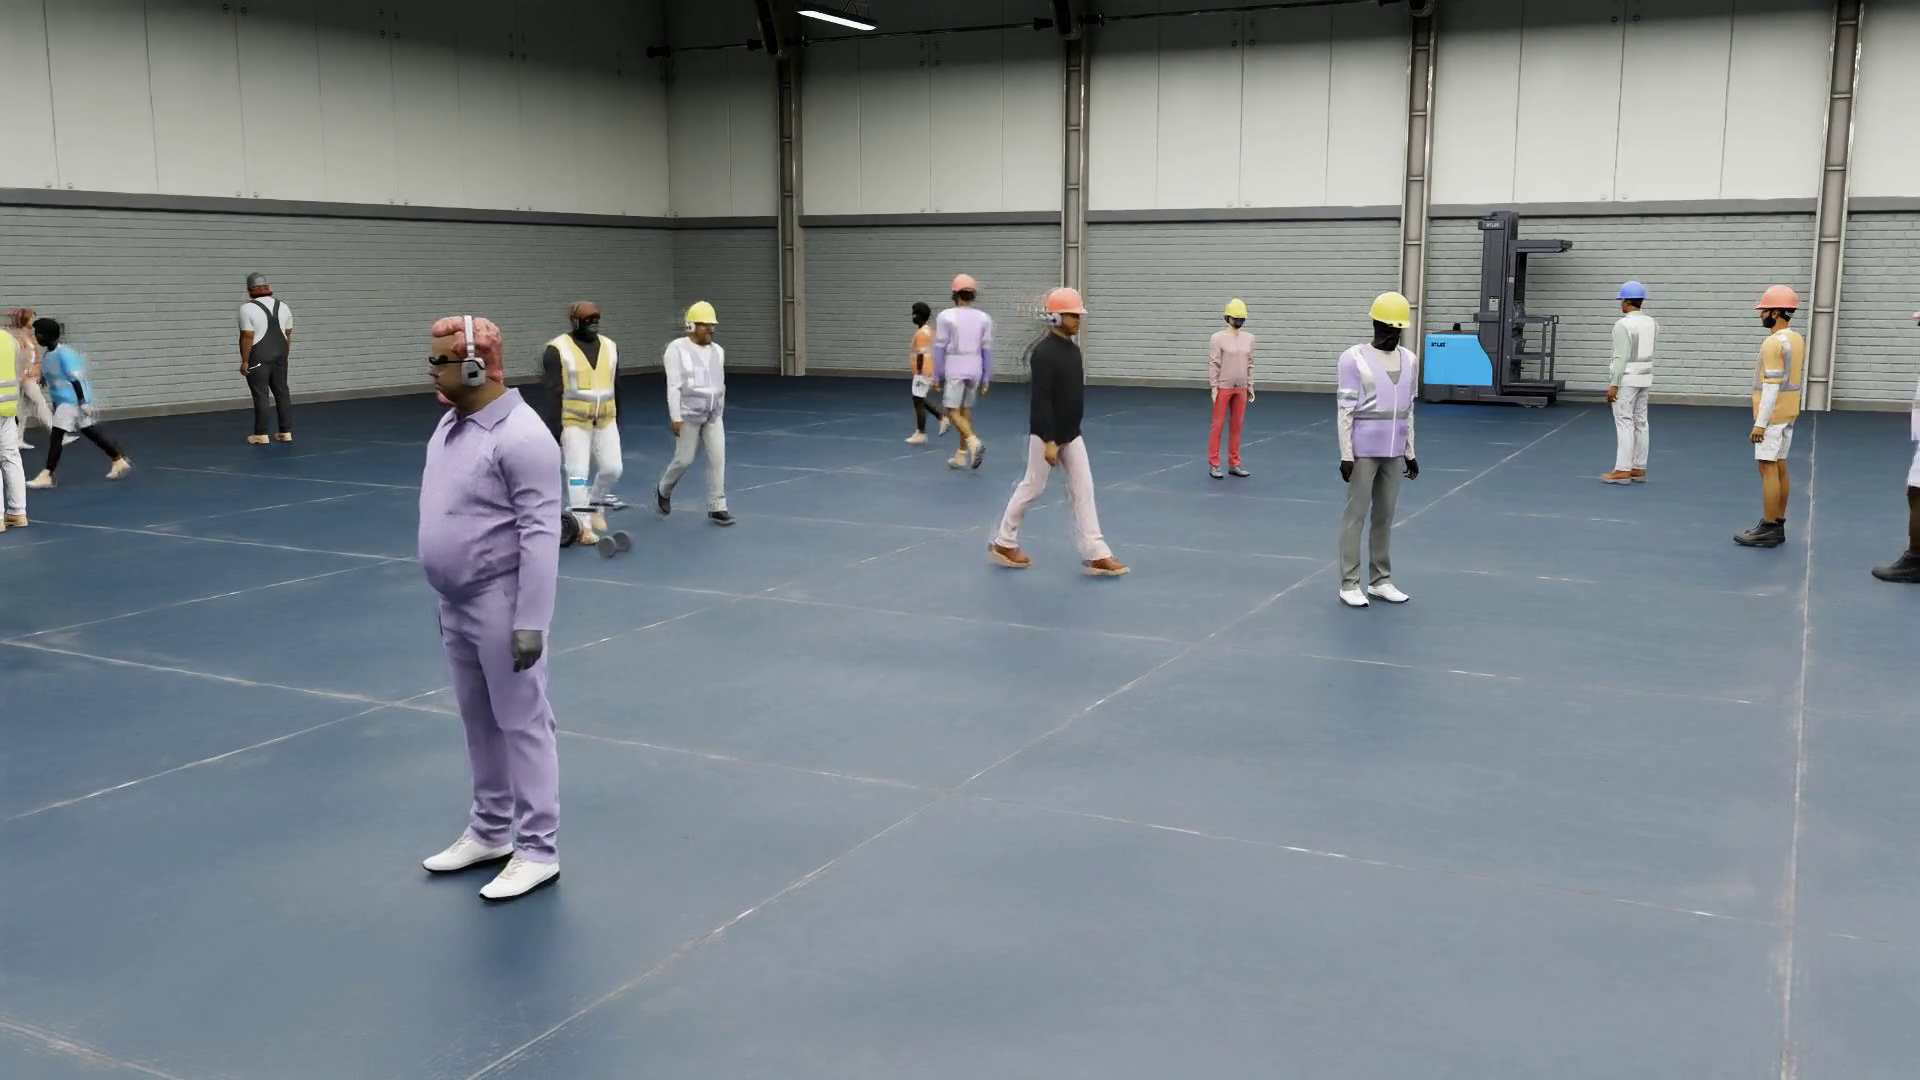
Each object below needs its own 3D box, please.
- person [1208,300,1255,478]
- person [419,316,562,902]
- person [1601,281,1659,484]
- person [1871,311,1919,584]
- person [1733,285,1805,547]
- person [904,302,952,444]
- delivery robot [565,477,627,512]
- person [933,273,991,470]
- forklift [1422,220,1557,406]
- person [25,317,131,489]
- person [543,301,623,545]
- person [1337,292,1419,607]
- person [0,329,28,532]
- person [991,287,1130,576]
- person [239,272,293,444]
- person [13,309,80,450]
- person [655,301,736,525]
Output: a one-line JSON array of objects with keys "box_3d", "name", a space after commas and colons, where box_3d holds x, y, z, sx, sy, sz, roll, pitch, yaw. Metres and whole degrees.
[{"box_3d": [2.717, -1.503, 16.558, 0.525, 1.759, 0.337, -4, 10, -25], "name": "person"}, {"box_3d": [-1.568, 0.220, 5.484, 0.399, 1.905, 0.642, -8, 12, -42], "name": "person"}, {"box_3d": [6.483, -1.526, 16.113, 0.615, 1.945, 0.405, -7, 11, -36], "name": "person"}, {"box_3d": [6.436, -0.666, 10.880, 0.629, 1.925, 0.558, 5, 11, 30], "name": "person"}, {"box_3d": [6.079, -0.930, 12.471, 0.362, 1.938, 0.545, 8, 12, 42], "name": "person"}, {"box_3d": [-0.394, -1.977, 19.716, 0.470, 1.687, 0.537, 1, 9, 5], "name": "person"}, {"box_3d": [-2.799, -0.343, 12.146, 0.698, 0.223, 0.335, 2, 9, 12], "name": "delivery robot"}, {"box_3d": [0.067, -1.706, 16.997, 0.610, 2.023, 0.819, -5, 11, -29], "name": "person"}, {"box_3d": [8.245, -3.527, 25.720, 1.873, 2.768, 1.129, 5, 10, 27], "name": "forklift"}, {"box_3d": [-8.512, -1.339, 15.992, 0.541, 1.621, 1.008, 9, 13, 43], "name": "person"}, {"box_3d": [-2.827, -0.887, 12.569, 0.632, 1.830, 0.446, -7, 12, -38], "name": "person"}, {"box_3d": [2.580, -0.556, 10.228, 0.585, 1.918, 0.379, -5, 10, -27], "name": "person"}, {"box_3d": [-7.687, -0.991, 13.141, 0.429, 1.841, 0.633, 1, 9, 8], "name": "person"}, {"box_3d": [0.642, -0.742, 11.323, 1.046, 1.948, 0.628, 6, 11, 34], "name": "person"}, {"box_3d": [-8.359, -2.168, 19.919, 0.536, 2.000, 0.672, 5, 11, 30], "name": "person"}, {"box_3d": [-10.547, -1.836, 19.053, 0.806, 1.599, 0.541, -3, 10, -17], "name": "person"}, {"box_3d": [-2.179, -1.041, 13.567, 0.598, 1.806, 0.769, -9, 13, -43], "name": "person"}]
